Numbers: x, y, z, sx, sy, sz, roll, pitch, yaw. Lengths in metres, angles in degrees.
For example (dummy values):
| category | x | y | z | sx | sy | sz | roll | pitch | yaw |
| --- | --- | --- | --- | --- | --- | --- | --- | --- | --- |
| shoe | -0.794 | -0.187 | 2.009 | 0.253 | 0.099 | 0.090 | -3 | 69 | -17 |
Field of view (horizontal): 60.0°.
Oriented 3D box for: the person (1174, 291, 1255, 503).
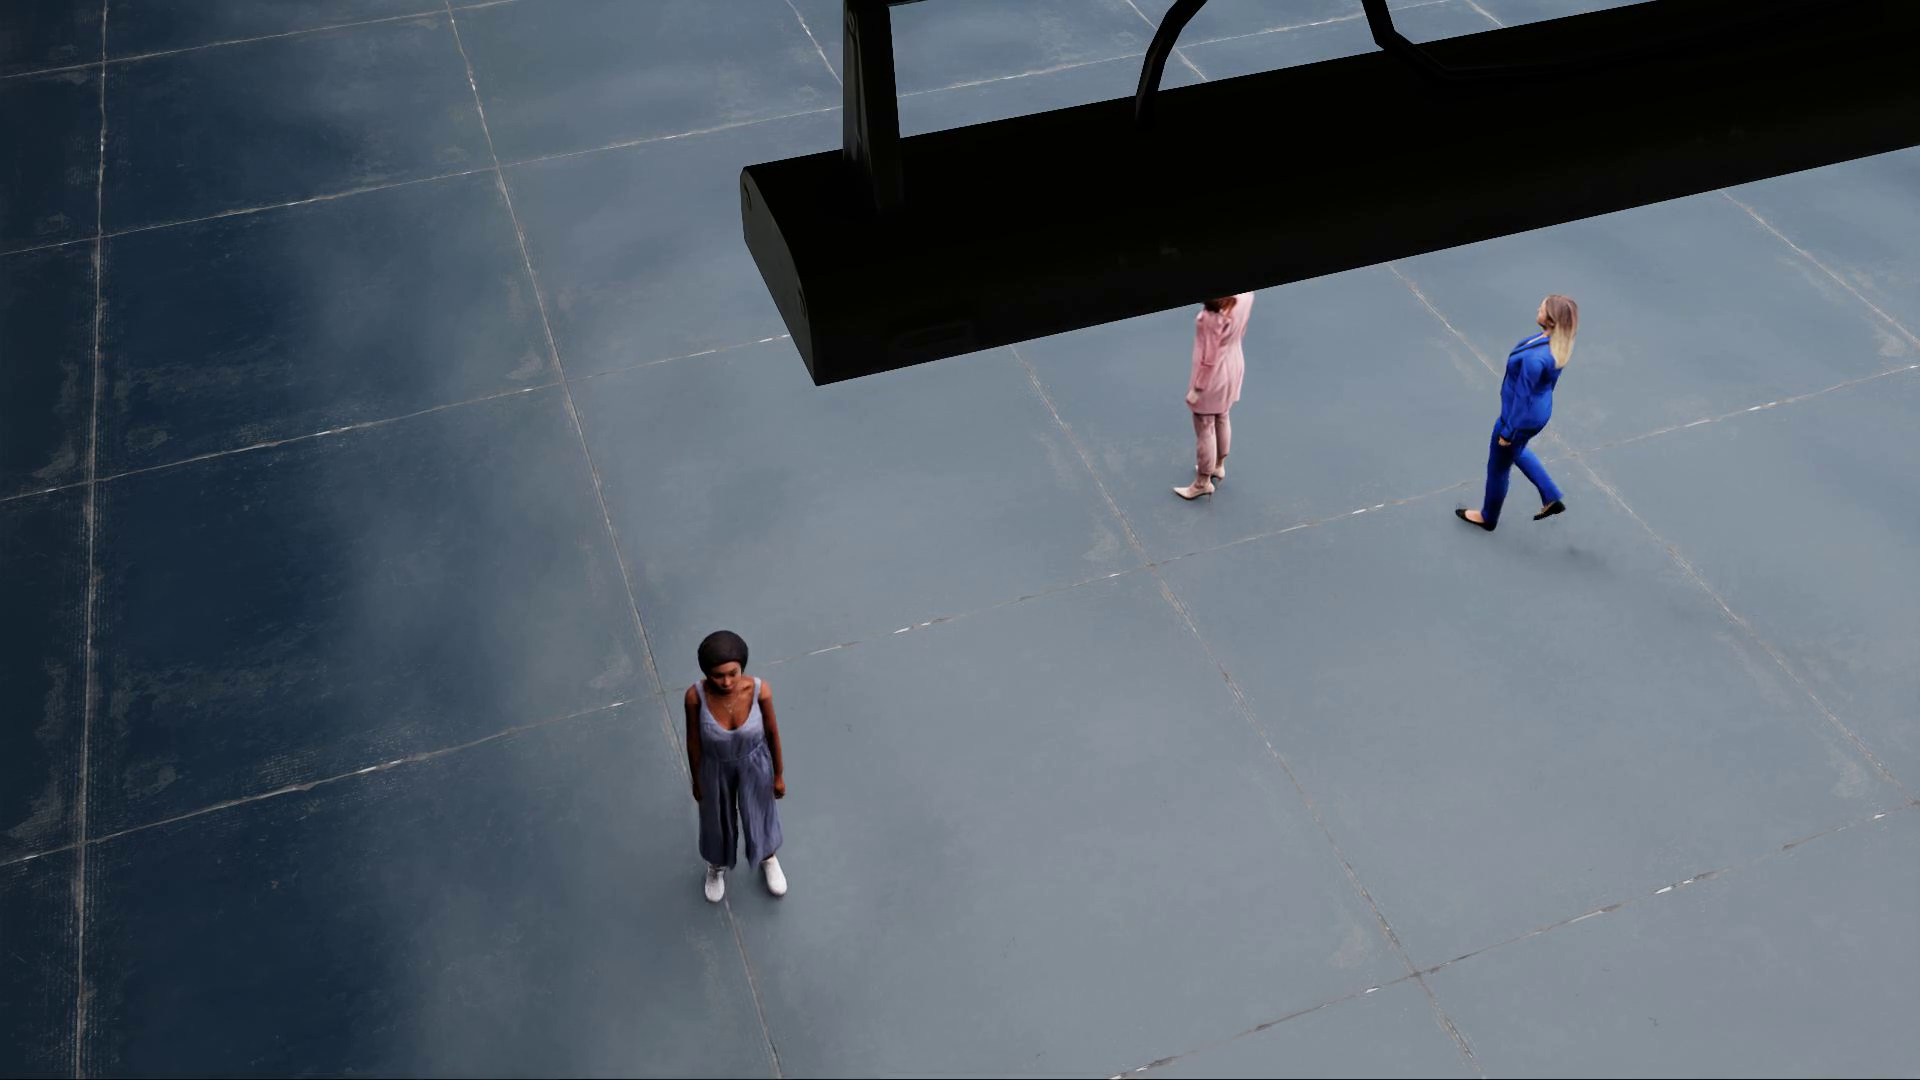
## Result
| category | x | y | z | sx | sy | sz | roll | pitch | yaw |
| --- | --- | --- | --- | --- | --- | --- | --- | --- | --- |
| person | 1.530 | -0.978 | 9.877 | 0.696 | 1.803 | 0.687 | 28 | 50 | 27 |

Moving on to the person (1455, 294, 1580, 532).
| category | x | y | z | sx | sy | sz | roll | pitch | yaw |
| --- | --- | --- | --- | --- | --- | --- | --- | --- | --- |
| person | 3.352 | -0.673 | 9.635 | 0.959 | 1.689 | 0.868 | 25 | 49 | 24 |

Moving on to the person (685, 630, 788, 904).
| category | x | y | z | sx | sy | sz | roll | pitch | yaw |
| --- | --- | --- | --- | --- | --- | --- | --- | --- | --- |
| person | -1.053 | 1.046 | 7.788 | 0.639 | 1.696 | 0.579 | -7 | 43 | -7 |
